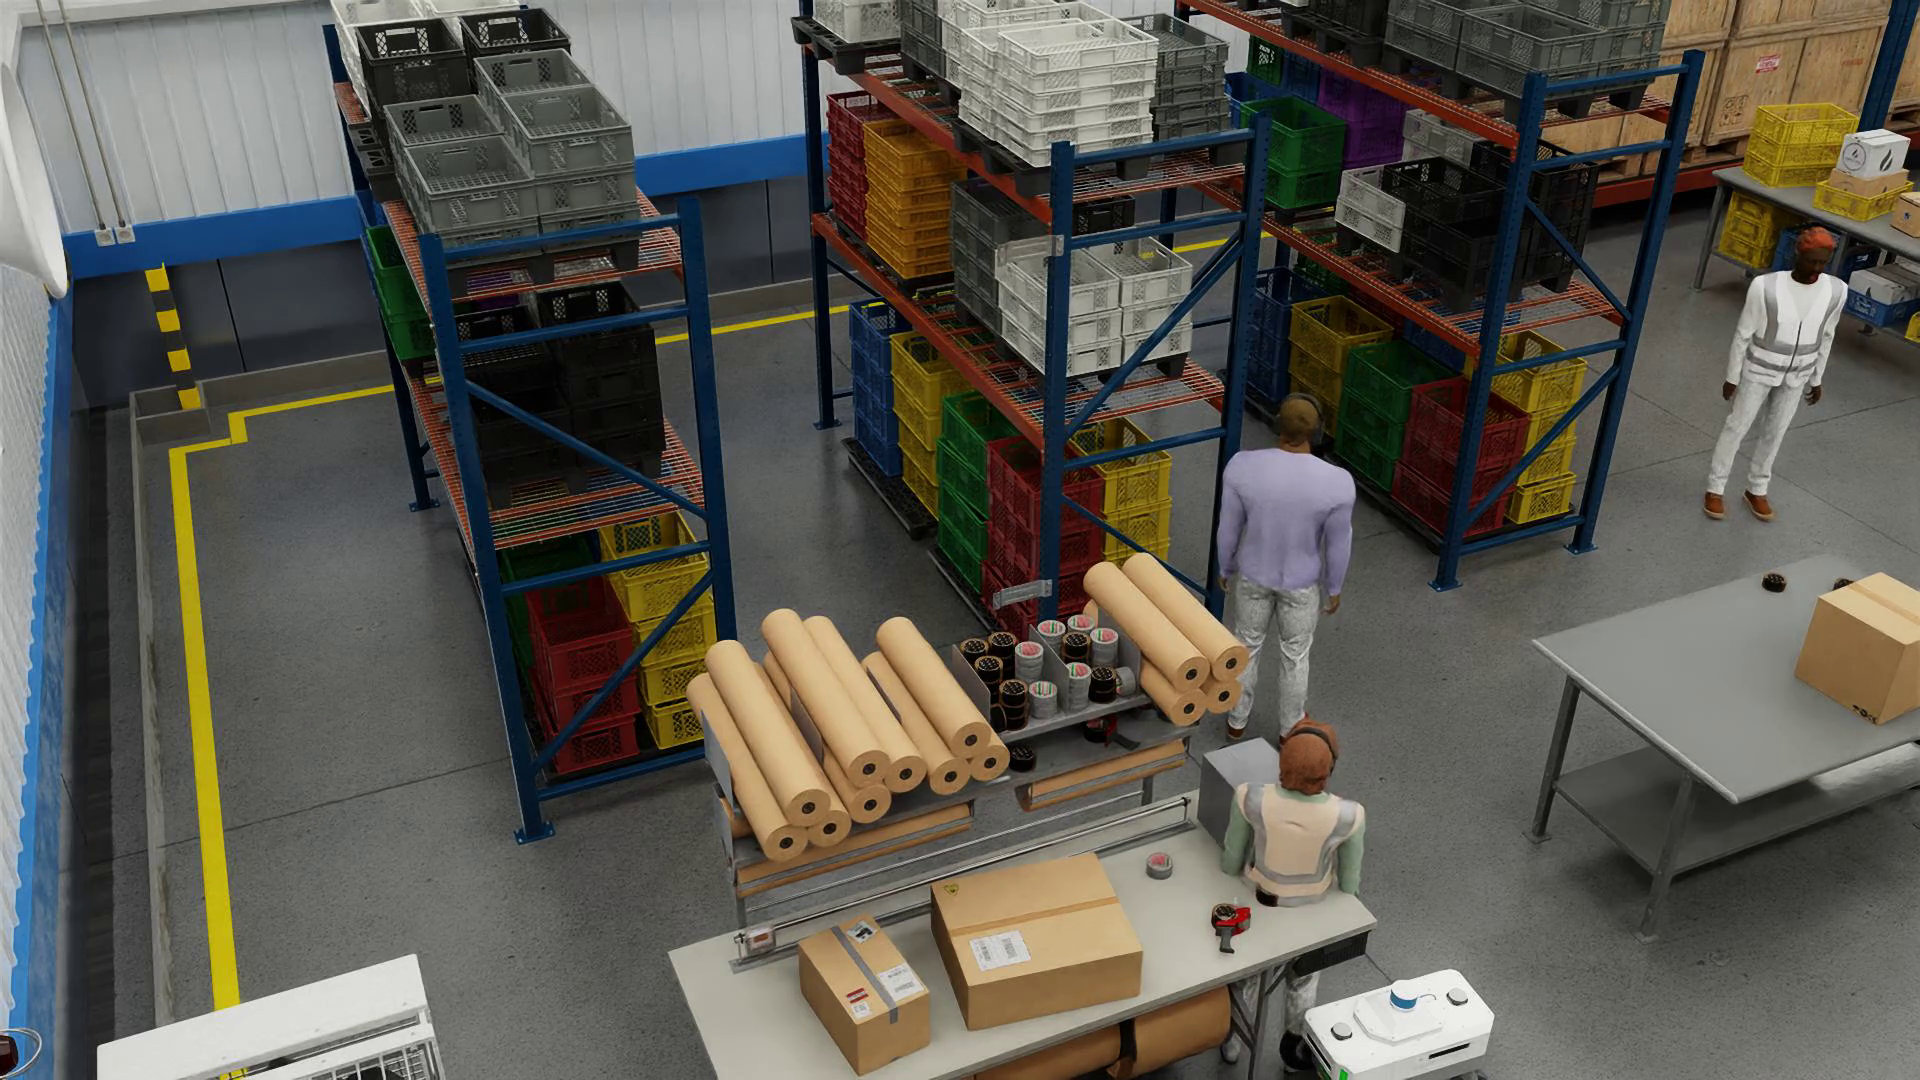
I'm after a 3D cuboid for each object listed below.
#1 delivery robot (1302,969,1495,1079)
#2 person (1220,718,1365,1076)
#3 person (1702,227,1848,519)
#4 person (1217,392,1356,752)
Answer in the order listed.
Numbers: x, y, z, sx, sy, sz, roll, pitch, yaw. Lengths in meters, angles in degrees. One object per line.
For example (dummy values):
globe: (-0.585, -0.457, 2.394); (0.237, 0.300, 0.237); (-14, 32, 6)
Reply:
delivery robot: (1.701, 1.919, 6.473); (0.707, 0.478, 0.477); (-11, 33, -17)
person: (1.250, 1.395, 6.392); (0.526, 1.632, 0.318); (7, 32, 11)
person: (4.913, -0.991, 10.026); (0.585, 1.882, 0.337); (2, 32, 3)
person: (1.553, 0.176, 8.081); (0.635, 1.936, 0.354); (11, 33, 17)
